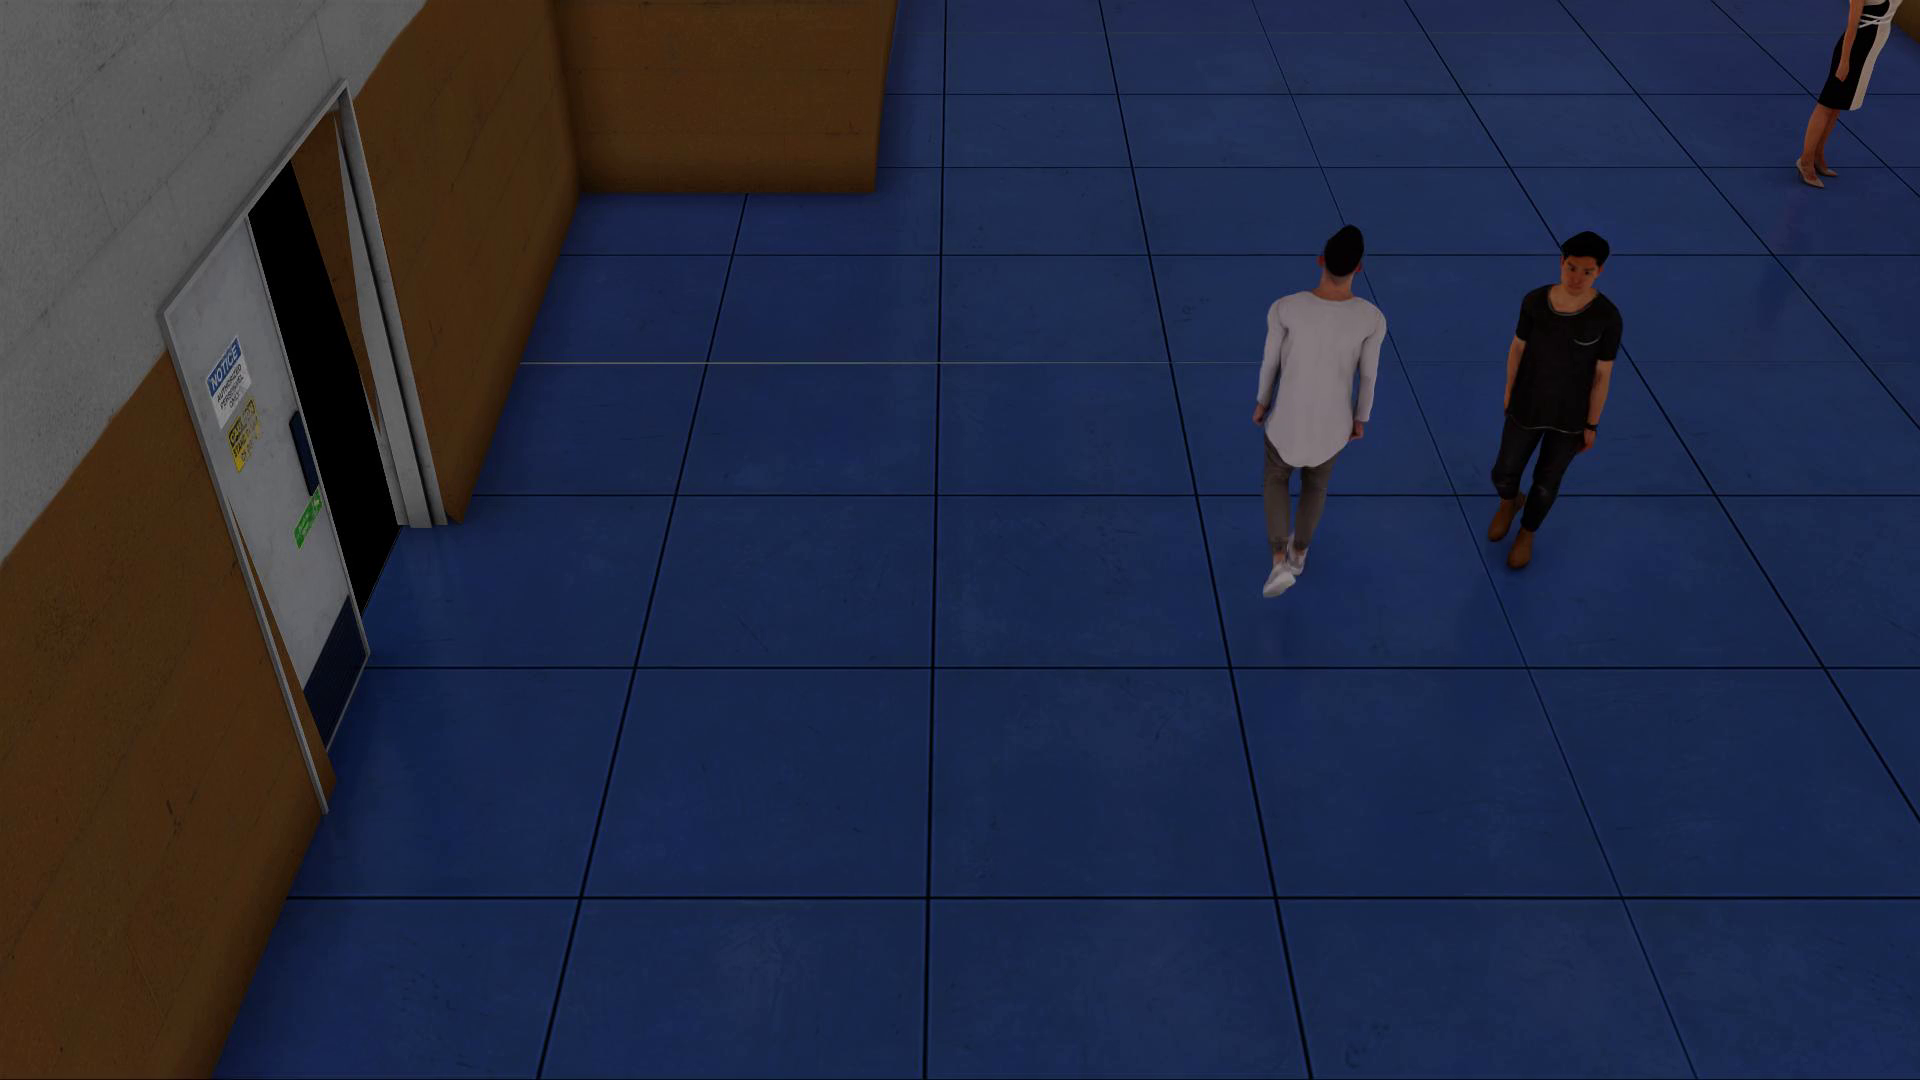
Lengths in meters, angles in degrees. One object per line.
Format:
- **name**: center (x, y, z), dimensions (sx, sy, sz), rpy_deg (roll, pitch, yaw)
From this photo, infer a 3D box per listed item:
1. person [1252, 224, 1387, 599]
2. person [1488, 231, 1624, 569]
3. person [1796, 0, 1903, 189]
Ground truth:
- **person**: center (1.551, -0.511, 7.369), dimensions (0.899, 1.828, 0.788), rpy_deg (4, 37, 6)
- **person**: center (2.745, -0.659, 7.670), dimensions (0.725, 1.703, 0.809), rpy_deg (18, 41, 23)
- **person**: center (5.933, -3.236, 11.059), dimensions (0.698, 1.756, 0.760), rpy_deg (-31, 46, -34)
